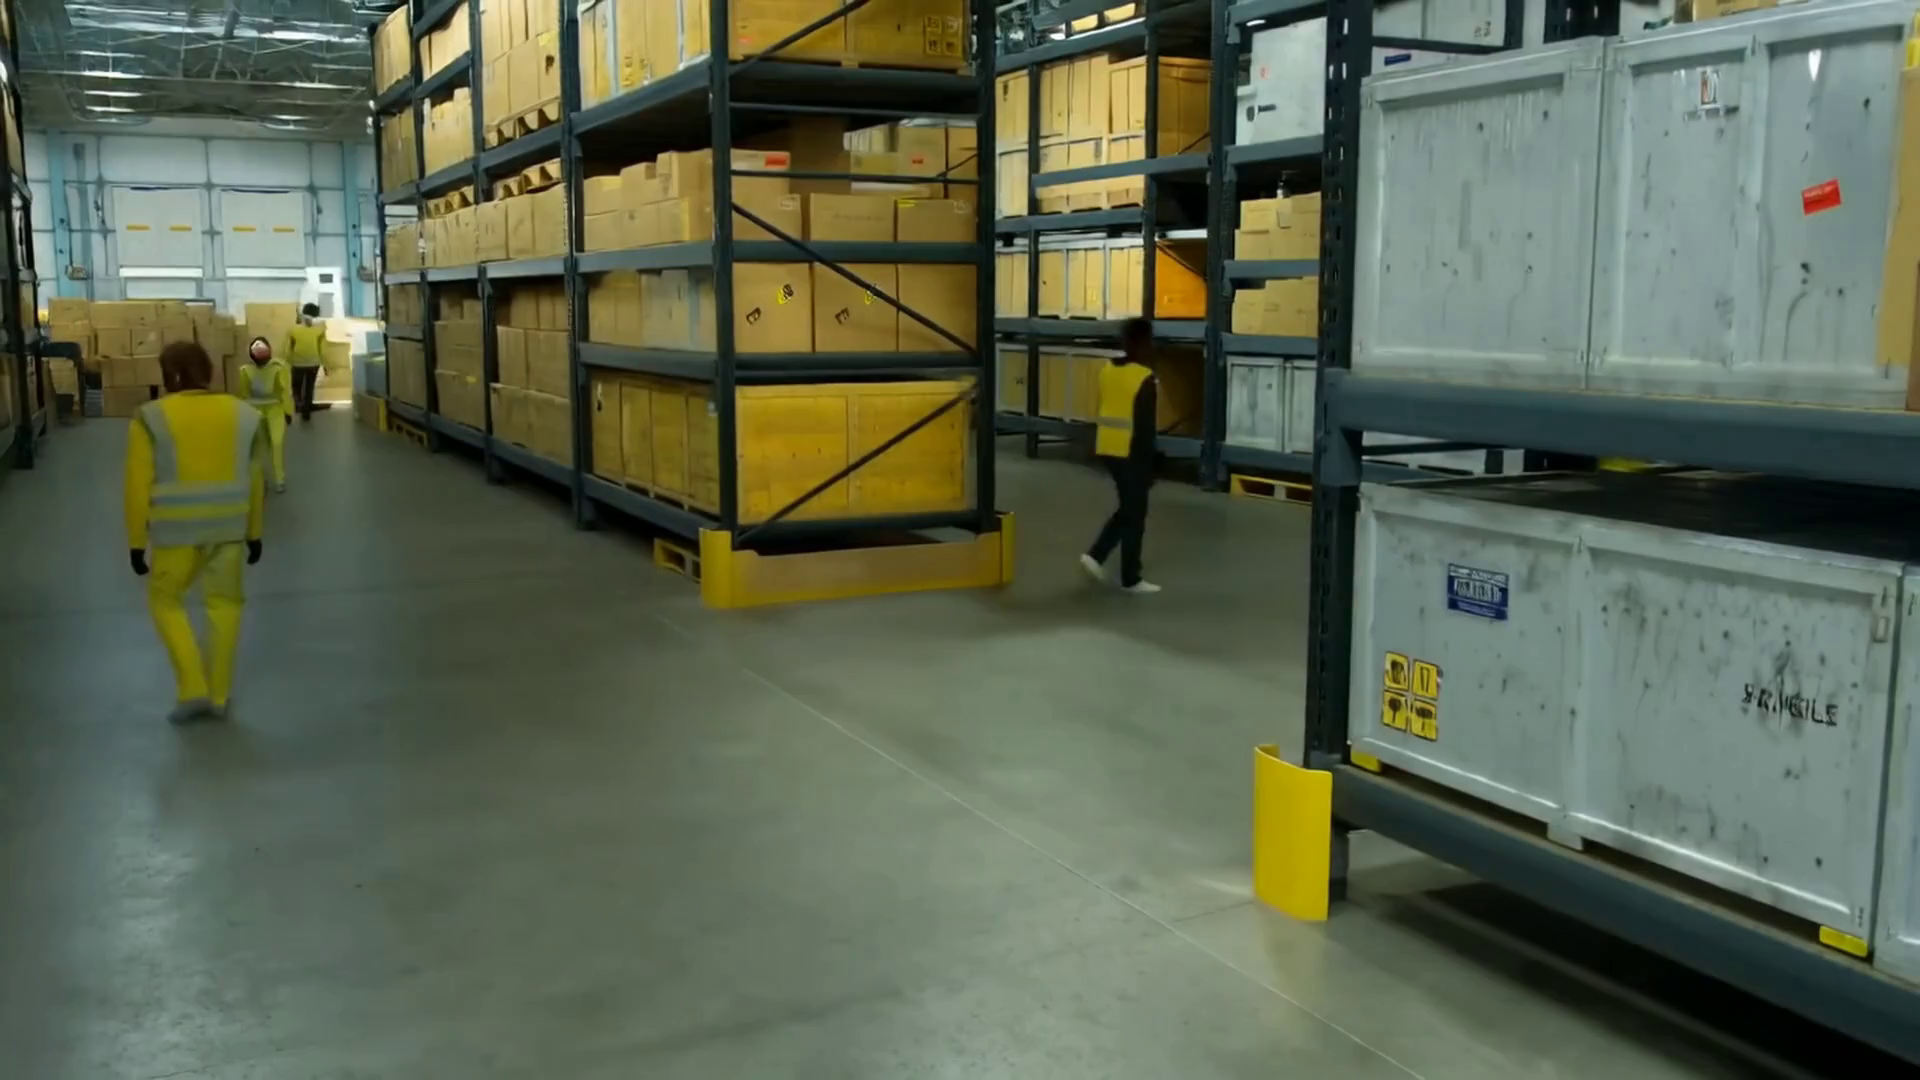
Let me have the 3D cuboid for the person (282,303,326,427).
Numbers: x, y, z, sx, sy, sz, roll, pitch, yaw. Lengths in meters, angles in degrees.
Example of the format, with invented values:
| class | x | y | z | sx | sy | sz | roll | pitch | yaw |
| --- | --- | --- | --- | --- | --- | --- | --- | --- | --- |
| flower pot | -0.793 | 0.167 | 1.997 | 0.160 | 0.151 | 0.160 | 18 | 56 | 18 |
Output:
| class | x | y | z | sx | sy | sz | roll | pitch | yaw |
| --- | --- | --- | --- | --- | --- | --- | --- | --- | --- |
| person | -10.379 | -2.765 | 26.334 | 0.691 | 1.949 | 0.636 | -3 | 9 | -18 |

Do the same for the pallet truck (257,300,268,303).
| class | x | y | z | sx | sy | sz | roll | pitch | yaw |
| --- | --- | --- | --- | --- | --- | --- | --- | --- | --- |
| pallet truck | -23.913 | -7.404 | 58.171 | 1.885 | 1.965 | 0.823 | -1 | 8 | -9 |

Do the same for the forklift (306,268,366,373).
| class | x | y | z | sx | sy | sz | roll | pitch | yaw |
| --- | --- | --- | --- | --- | --- | --- | --- | --- | --- |
| forklift | -16.494 | -5.699 | 43.384 | 1.129 | 2.768 | 1.873 | 2 | 9 | 15 |

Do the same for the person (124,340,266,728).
| class | x | y | z | sx | sy | sz | roll | pitch | yaw |
| --- | --- | --- | --- | --- | --- | --- | --- | --- | --- |
| person | -3.594 | -0.021 | 7.845 | 0.636 | 1.830 | 0.452 | -7 | 11 | -42 |

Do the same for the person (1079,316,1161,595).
| class | x | y | z | sx | sy | sz | roll | pitch | yaw |
| --- | --- | --- | --- | --- | --- | --- | --- | --- | --- |
| person | 1.120 | -0.558 | 11.271 | 0.487 | 1.906 | 0.620 | -4 | 9 | -26 |

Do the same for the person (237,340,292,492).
| class | x | y | z | sx | sy | sz | roll | pitch | yaw |
| --- | --- | --- | --- | --- | --- | --- | --- | --- | --- |
| person | -7.249 | -1.285 | 17.365 | 0.522 | 1.592 | 0.877 | -3 | 9 | -23 |

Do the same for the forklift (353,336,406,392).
| class | x | y | z | sx | sy | sz | roll | pitch | yaw |
| --- | --- | --- | --- | --- | --- | --- | --- | --- | --- |
| forklift | -9.386 | -3.559 | 28.633 | 1.129 | 2.768 | 1.873 | 7 | 11 | 38 |

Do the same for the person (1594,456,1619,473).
| class | x | y | z | sx | sy | sz | roll | pitch | yaw |
| --- | --- | --- | --- | --- | --- | --- | --- | --- | --- |
| person | 4.730 | -0.558 | 12.279 | 0.484 | 1.604 | 0.515 | 2 | 8 | 13 |
